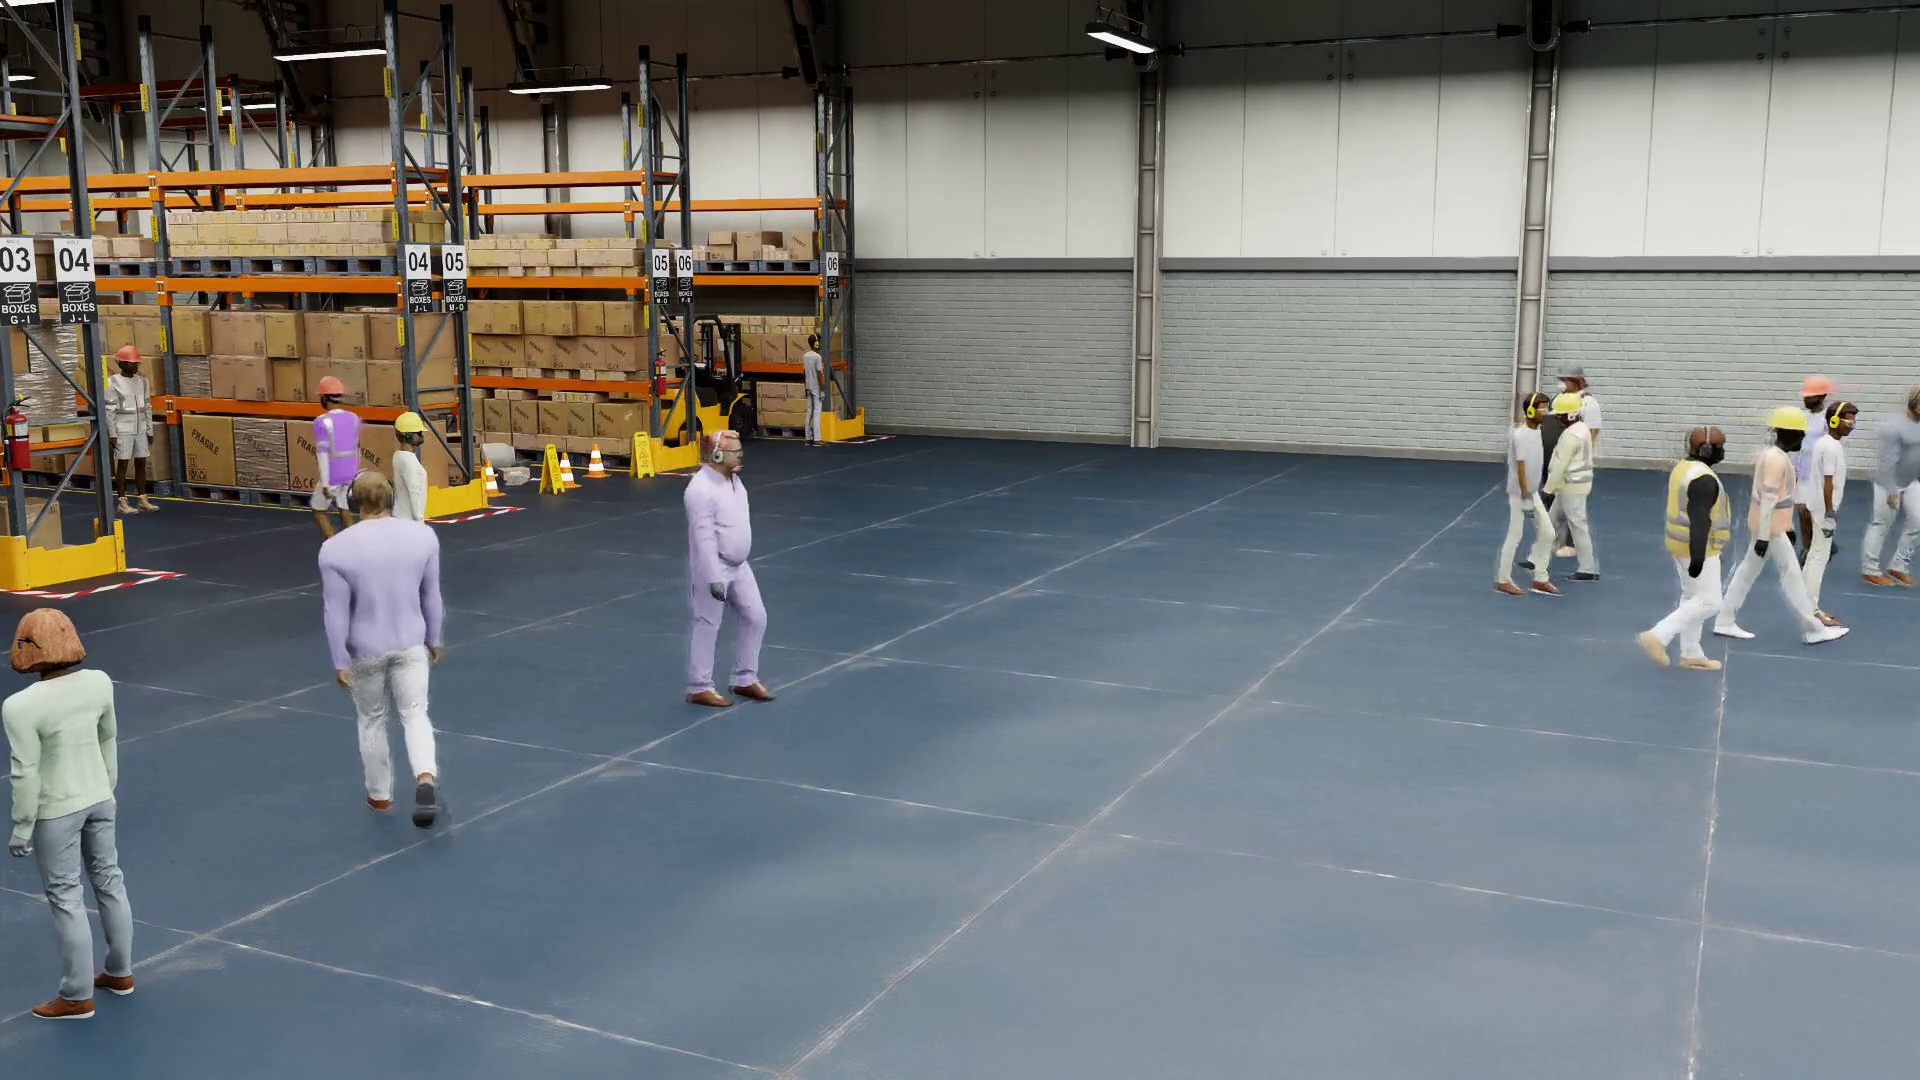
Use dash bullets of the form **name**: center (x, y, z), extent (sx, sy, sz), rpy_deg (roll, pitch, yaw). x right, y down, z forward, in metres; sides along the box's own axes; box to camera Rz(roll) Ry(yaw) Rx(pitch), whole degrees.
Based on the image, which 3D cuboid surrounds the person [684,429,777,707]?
- **person**: center (-1.533, 0.206, 11.139), extent (0.678, 1.885, 0.648), rpy_deg (4, 10, 23)

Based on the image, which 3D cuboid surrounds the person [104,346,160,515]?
- **person**: center (-9.968, -1.320, 20.038), extent (0.403, 2.035, 0.606), rpy_deg (5, 10, 26)

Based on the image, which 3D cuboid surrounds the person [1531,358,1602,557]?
- **person**: center (6.207, -0.854, 17.146), extent (0.536, 2.000, 0.683), rpy_deg (-3, 10, -19)

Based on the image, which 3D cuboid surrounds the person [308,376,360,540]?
- **person**: center (-6.035, -0.620, 16.083), extent (0.432, 1.920, 0.553), rpy_deg (6, 11, 32)

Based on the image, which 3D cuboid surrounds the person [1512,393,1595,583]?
- **person**: center (5.642, -0.491, 15.732), extent (0.869, 1.781, 0.580), rpy_deg (4, 10, 24)

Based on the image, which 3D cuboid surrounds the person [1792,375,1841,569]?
- **person**: center (8.320, -0.649, 16.262), extent (0.432, 1.917, 0.565), rpy_deg (-1, 9, -8)

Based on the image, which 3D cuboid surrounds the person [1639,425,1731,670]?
- **person**: center (5.327, 0.071, 12.143), extent (0.529, 1.830, 0.631), rpy_deg (1, 9, 9)

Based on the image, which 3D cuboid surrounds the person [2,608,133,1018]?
- **person**: center (-3.530, 1.074, 6.568), extent (0.285, 1.633, 0.501), rpy_deg (3, 10, 18)

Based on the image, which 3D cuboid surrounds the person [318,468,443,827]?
- **person**: center (-3.017, 0.576, 8.776), extent (0.634, 1.922, 0.805), rpy_deg (-5, 11, -30)

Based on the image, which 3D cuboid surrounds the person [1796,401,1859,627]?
- **person**: center (7.208, -0.222, 13.816), extent (0.327, 1.863, 0.521), rpy_deg (4, 10, 21)

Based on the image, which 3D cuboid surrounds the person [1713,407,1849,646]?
- **person**: center (6.479, -0.110, 13.080), extent (0.974, 1.871, 0.613), rpy_deg (4, 10, 23)

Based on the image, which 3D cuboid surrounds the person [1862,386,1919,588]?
- **person**: center (8.646, -0.482, 15.309), extent (0.665, 1.898, 0.591), rpy_deg (-4, 10, -21)

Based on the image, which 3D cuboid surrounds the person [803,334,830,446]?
- **person**: center (-2.418, -2.507, 27.807), extent (0.322, 1.871, 0.531), rpy_deg (-8, 12, -40)

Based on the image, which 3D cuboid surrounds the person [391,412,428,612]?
- **person**: center (-4.559, -0.181, 13.863), extent (0.312, 1.768, 0.522), rpy_deg (-6, 11, -31)

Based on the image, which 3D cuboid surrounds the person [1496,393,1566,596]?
- **person**: center (5.164, -0.385, 14.905), extent (0.513, 1.841, 0.713), rpy_deg (-9, 13, -43)
